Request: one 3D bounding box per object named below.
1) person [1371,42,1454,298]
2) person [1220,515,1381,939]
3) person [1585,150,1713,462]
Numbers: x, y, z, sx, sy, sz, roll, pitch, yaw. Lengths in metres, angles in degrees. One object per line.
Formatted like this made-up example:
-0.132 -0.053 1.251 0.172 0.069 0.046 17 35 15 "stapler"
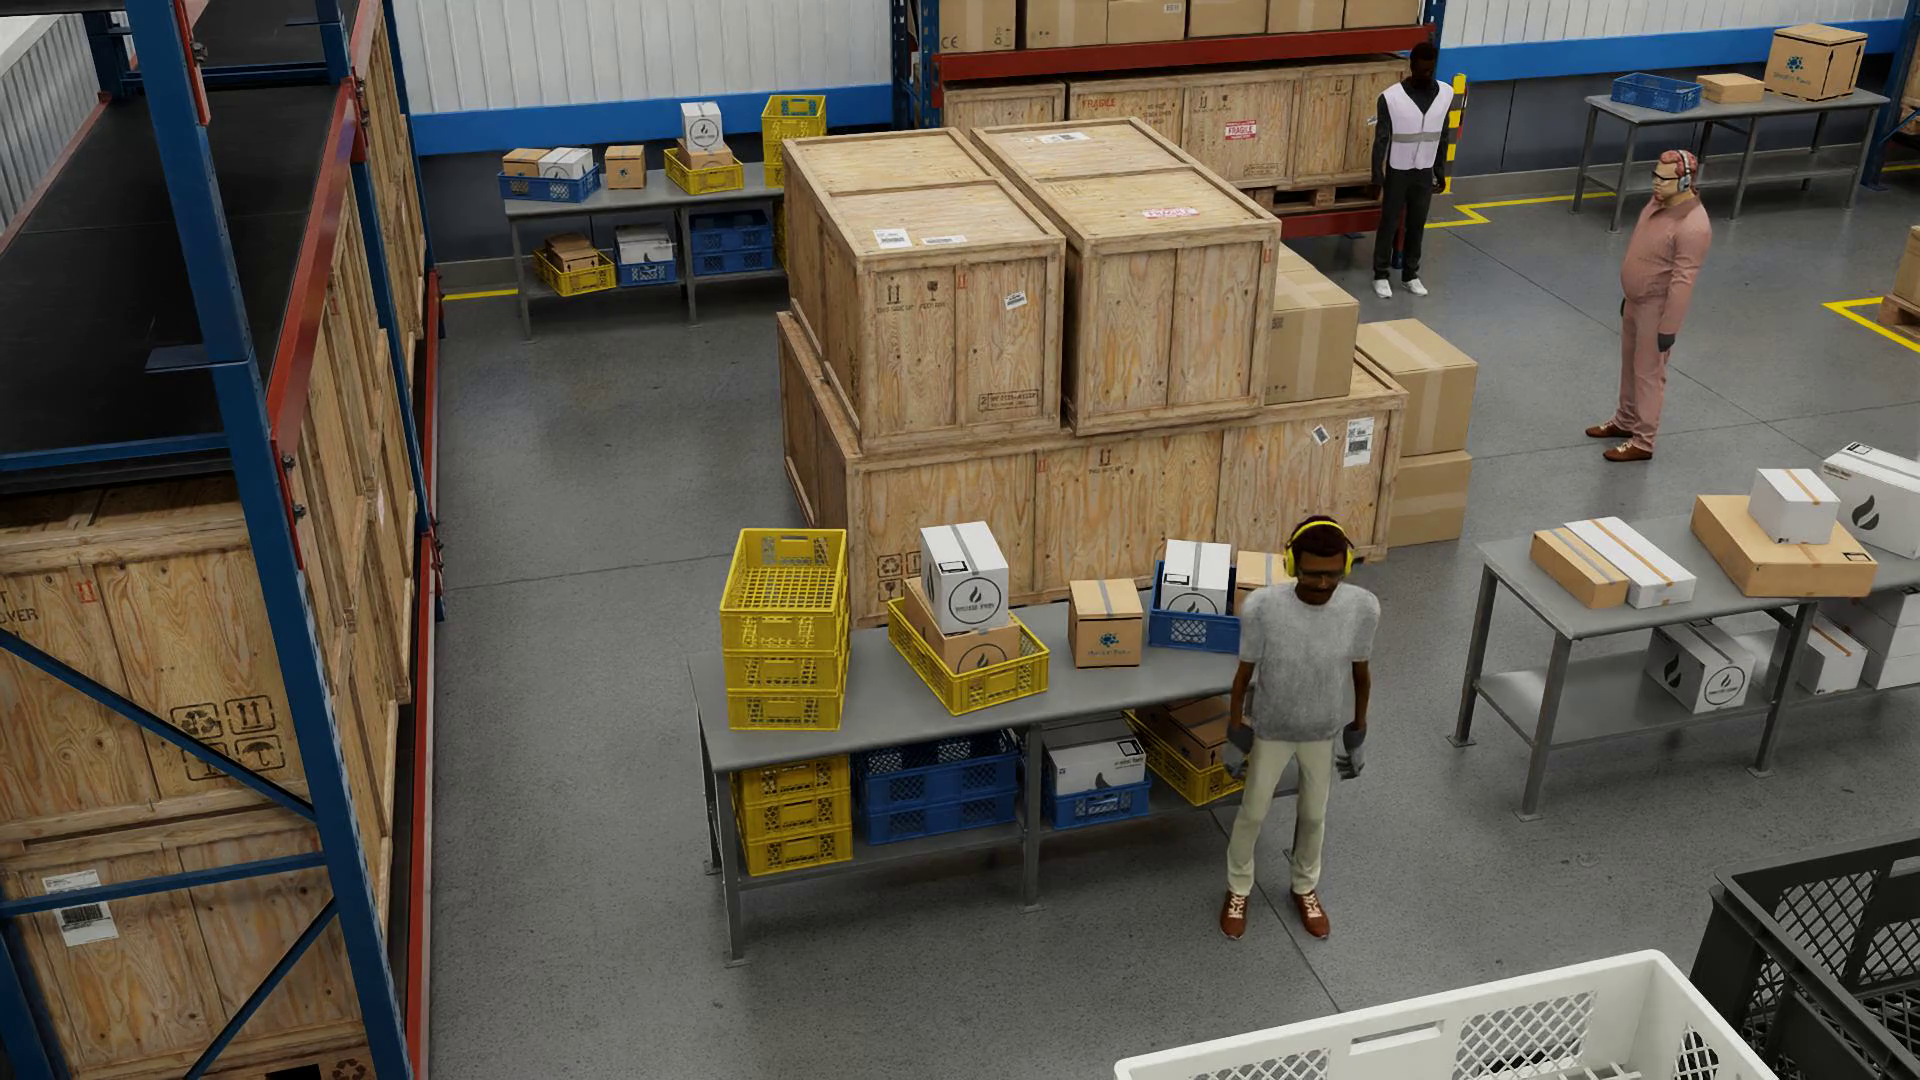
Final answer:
3.339 -2.753 12.409 0.599 1.906 0.413 -7 30 -13 "person"
1.250 0.718 6.165 0.535 1.854 0.365 -1 29 -1 "person"
4.127 -1.394 9.950 0.400 1.900 0.648 0 29 0 "person"
